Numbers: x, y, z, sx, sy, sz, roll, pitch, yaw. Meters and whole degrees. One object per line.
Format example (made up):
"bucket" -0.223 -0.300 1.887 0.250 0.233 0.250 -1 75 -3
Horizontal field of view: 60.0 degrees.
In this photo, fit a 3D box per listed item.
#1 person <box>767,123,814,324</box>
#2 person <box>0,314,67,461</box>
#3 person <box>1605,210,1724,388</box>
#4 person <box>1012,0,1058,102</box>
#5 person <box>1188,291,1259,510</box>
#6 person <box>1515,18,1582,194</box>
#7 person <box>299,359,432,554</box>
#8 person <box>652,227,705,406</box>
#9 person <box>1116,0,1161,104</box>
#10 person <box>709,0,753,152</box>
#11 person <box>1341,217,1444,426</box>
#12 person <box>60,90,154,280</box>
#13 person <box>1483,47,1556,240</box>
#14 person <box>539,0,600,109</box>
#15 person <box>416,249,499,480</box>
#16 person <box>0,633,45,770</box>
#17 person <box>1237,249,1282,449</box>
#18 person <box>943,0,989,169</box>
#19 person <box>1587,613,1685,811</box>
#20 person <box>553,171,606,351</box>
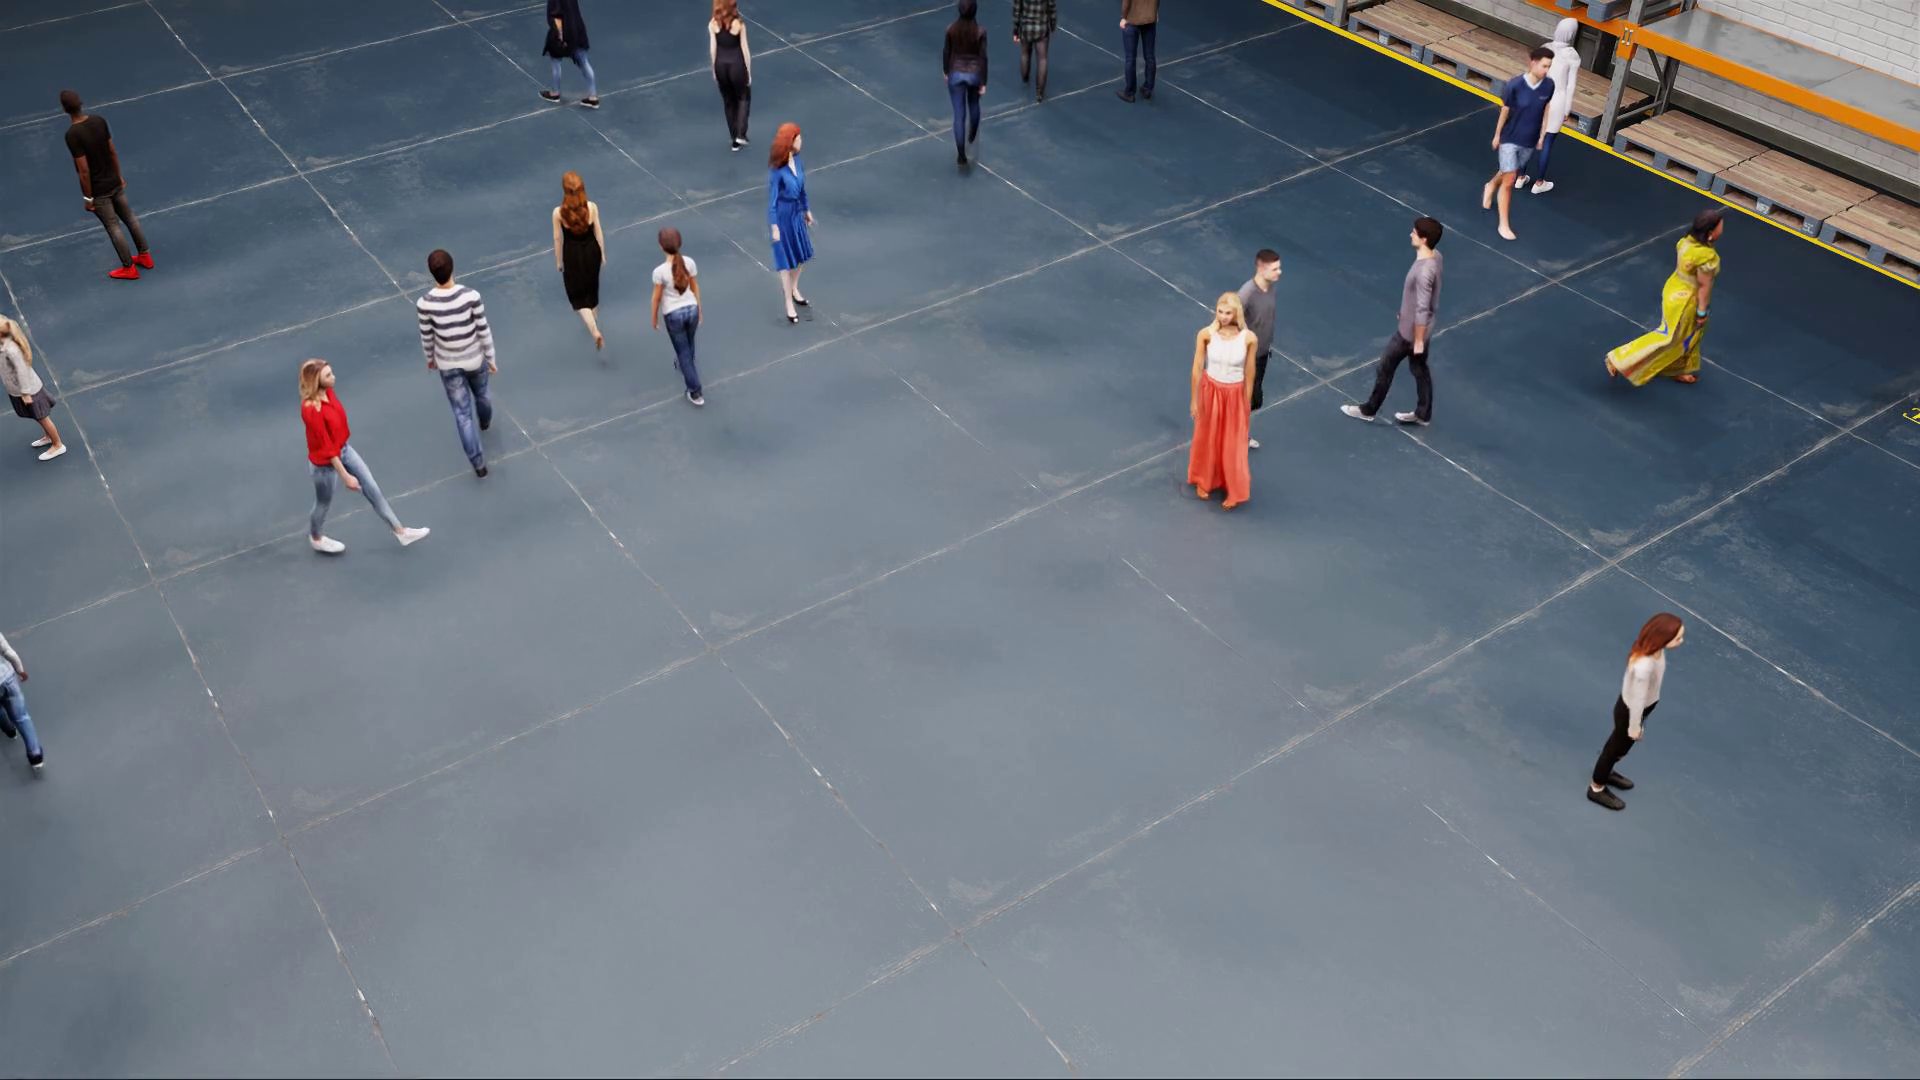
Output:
"person" -1.518 -2.762 14.605 0.745 1.811 0.722 -29 47 -31
"person" -7.379 -1.231 13.116 0.562 1.275 0.448 -24 45 -27
"person" 5.892 -1.943 13.724 1.197 1.629 1.176 3 39 3
"person" 0.843 -5.726 18.659 1.062 1.697 1.158 2 39 3
"person" 1.965 -1.092 12.530 0.782 1.790 0.872 8 39 10
"person" 5.877 -4.338 16.607 0.689 1.775 0.509 -30 47 -32
"person" -4.577 -0.538 11.946 1.131 1.652 1.133 2 39 3
"person" -2.275 -1.818 13.643 0.563 1.535 0.901 -21 43 -25
"person" 1.987 -5.766 18.306 0.685 1.886 0.608 -16 41 -19
"person" -2.403 -4.838 17.263 0.758 1.737 0.825 2 39 3
"person" 3.717 -1.678 13.235 1.099 1.827 0.982 15 41 18
"person" -7.844 -3.255 15.228 0.745 1.804 0.719 11 40 13
"person" 5.350 -3.900 16.036 0.990 1.803 1.246 -4 39 -5
"person" -4.192 -5.507 18.167 1.049 1.655 0.899 17 42 20
"person" -3.832 -1.311 12.798 0.903 1.798 1.253 -12 40 -14
"person" -6.057 0.924 10.447 0.515 1.239 0.883 -26 45 -29
"person" 2.218 -1.505 13.077 0.722 1.752 0.711 28 46 31
"person" 0.039 -4.667 17.085 1.097 1.692 1.250 2 39 2
"person" 4.097 1.010 10.143 0.616 1.484 0.625 20 43 24
"person" -3.226 -2.366 14.276 0.645 1.602 0.965 -17 42 -21
